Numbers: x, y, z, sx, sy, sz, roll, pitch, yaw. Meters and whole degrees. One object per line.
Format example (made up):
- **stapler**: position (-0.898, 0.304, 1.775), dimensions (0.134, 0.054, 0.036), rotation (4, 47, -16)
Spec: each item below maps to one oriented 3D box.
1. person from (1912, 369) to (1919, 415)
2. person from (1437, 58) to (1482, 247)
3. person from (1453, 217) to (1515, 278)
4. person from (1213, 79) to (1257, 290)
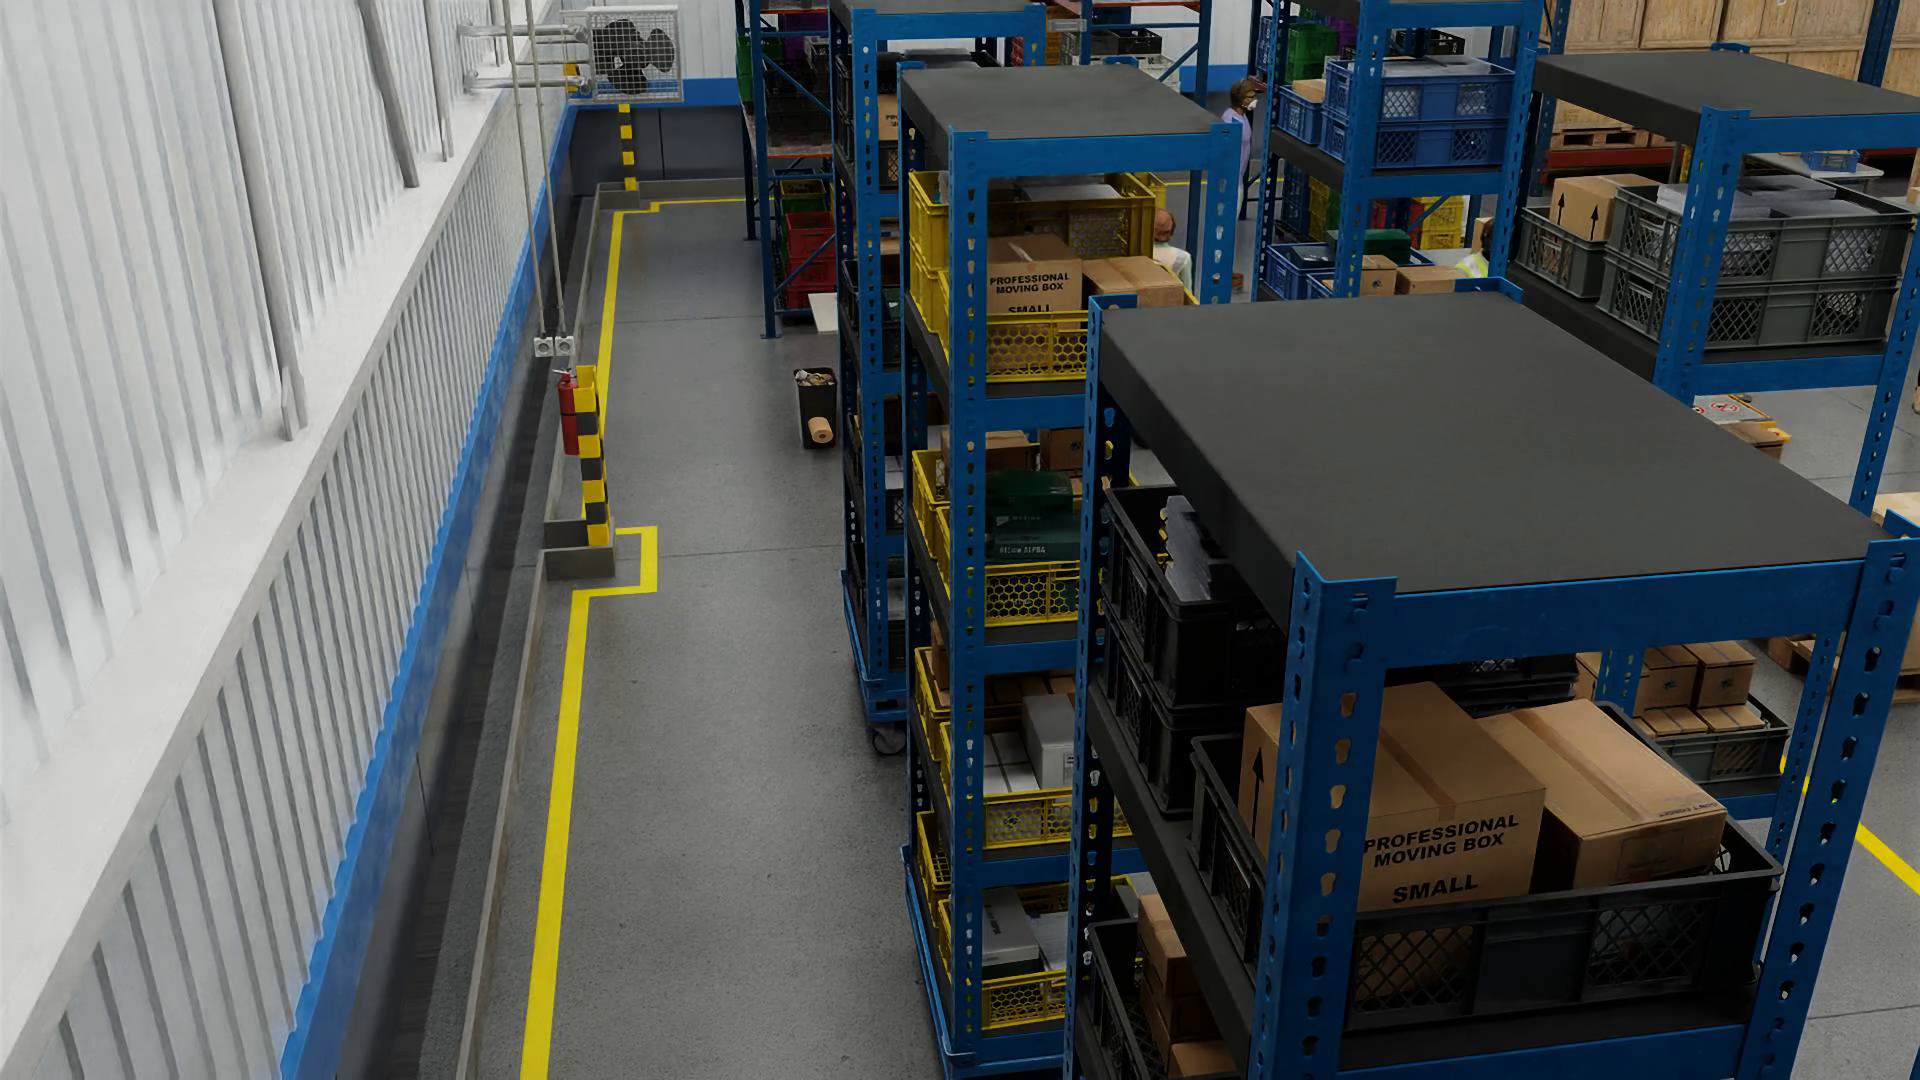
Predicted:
- **person**: position (7.494, -1.755, 12.385), dimensions (0.535, 1.697, 0.318), rotation (-1, 25, -2)
- **person**: position (5.126, -3.931, 16.898), dimensions (0.358, 1.882, 0.574), rotation (2, 25, 3)
- **person**: position (3.488, -1.242, 11.100), dimensions (0.621, 1.845, 0.429), rotation (-13, 28, -26)
- **person**: position (2.527, -3.309, 15.489), dimensions (0.378, 1.935, 0.634), rotation (6, 25, 13)
